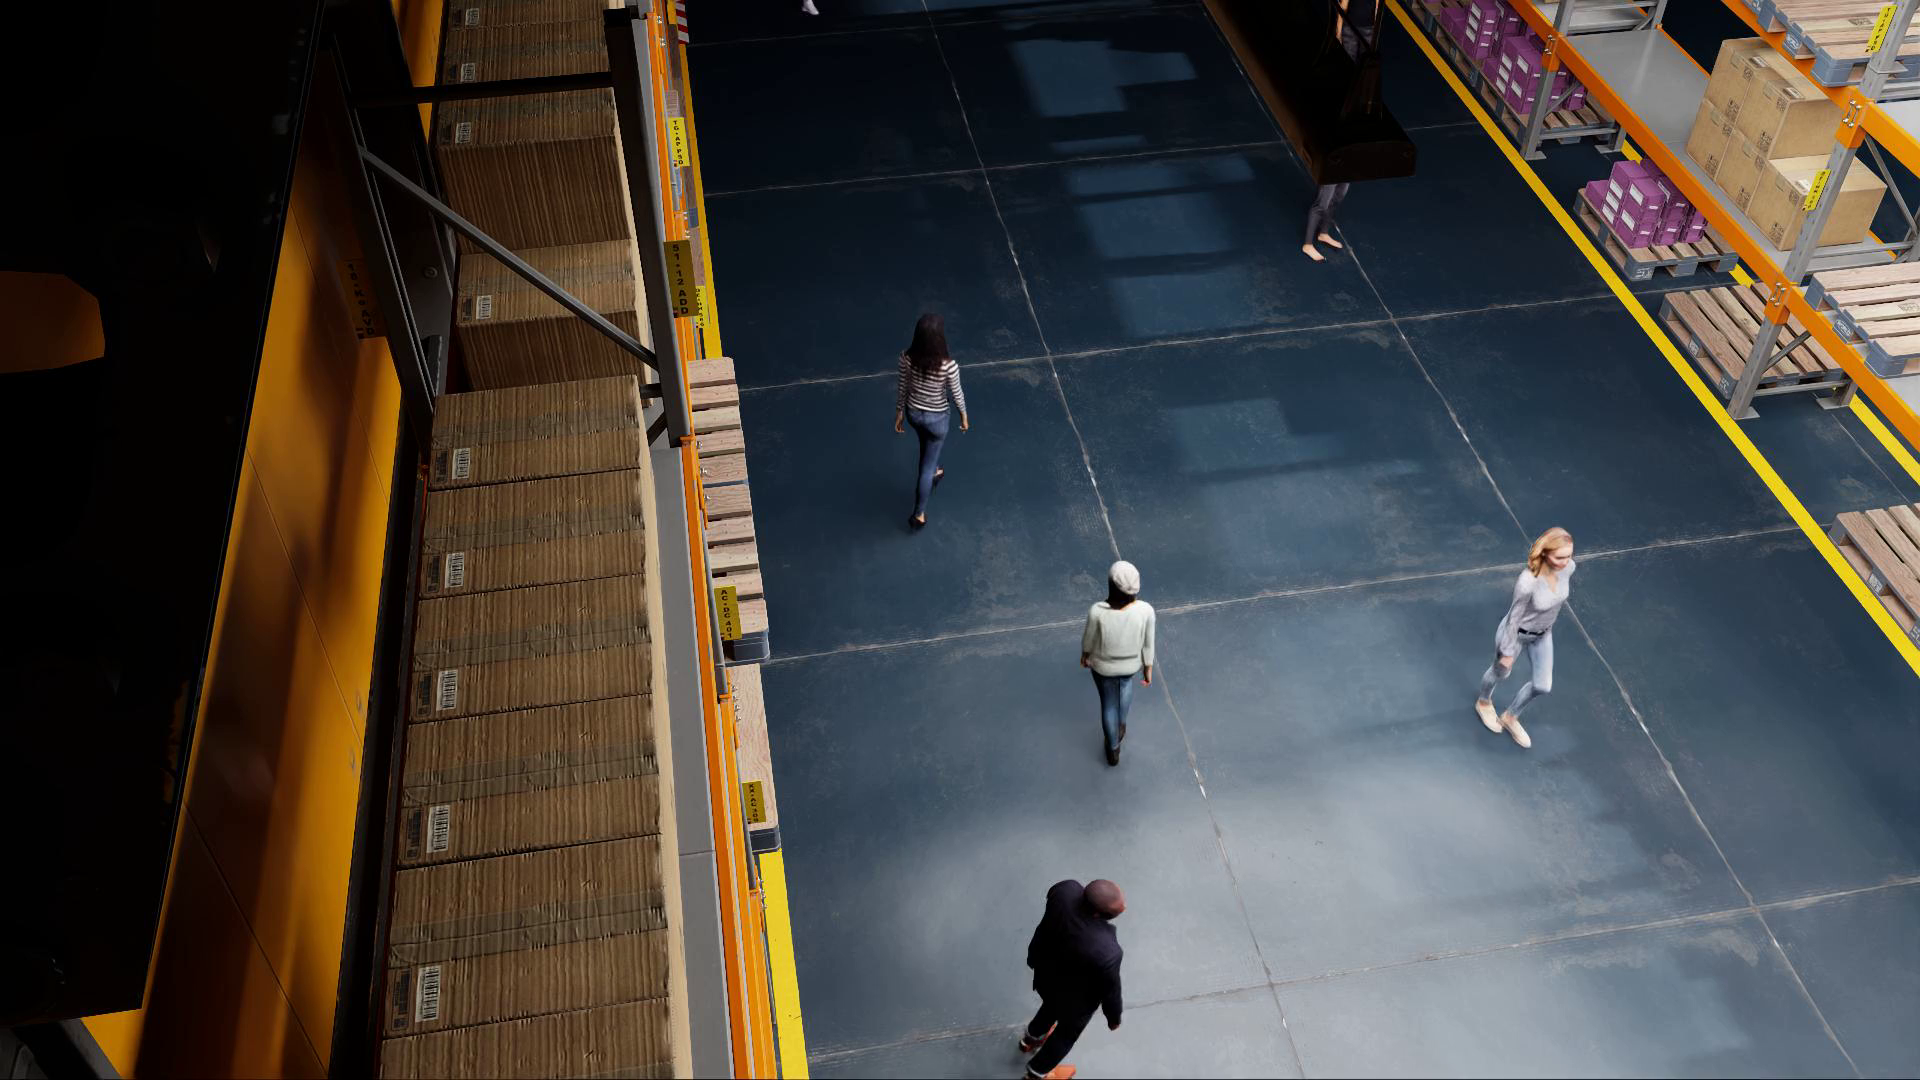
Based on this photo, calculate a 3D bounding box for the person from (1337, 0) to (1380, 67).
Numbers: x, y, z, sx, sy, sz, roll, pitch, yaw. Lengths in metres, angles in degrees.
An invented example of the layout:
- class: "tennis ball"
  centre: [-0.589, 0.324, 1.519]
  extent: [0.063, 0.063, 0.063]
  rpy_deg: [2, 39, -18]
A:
- class: "person"
  centre: [3.859, -5.009, 16.226]
  extent: [0.599, 1.721, 0.662]
  rpy_deg: [-5, 44, -5]

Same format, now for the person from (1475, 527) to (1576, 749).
- class: "person"
  centre: [3.465, 0.536, 10.361]
  extent: [0.708, 1.781, 0.762]
  rpy_deg: [-17, 46, -17]

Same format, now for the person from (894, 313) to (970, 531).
- class: "person"
  centre: [-0.262, -0.765, 11.742]
  extent: [0.923, 1.762, 1.060]
  rpy_deg: [15, 46, 15]

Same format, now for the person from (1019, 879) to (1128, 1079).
- class: "person"
  centre: [0.501, 2.278, 8.534]
  extent: [0.846, 1.780, 0.690]
  rpy_deg: [-25, 49, -24]

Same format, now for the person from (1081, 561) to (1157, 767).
- class: "person"
  centre: [0.974, 0.805, 10.183]
  extent: [0.616, 1.638, 0.639]
  rpy_deg: [-2, 44, -3]
